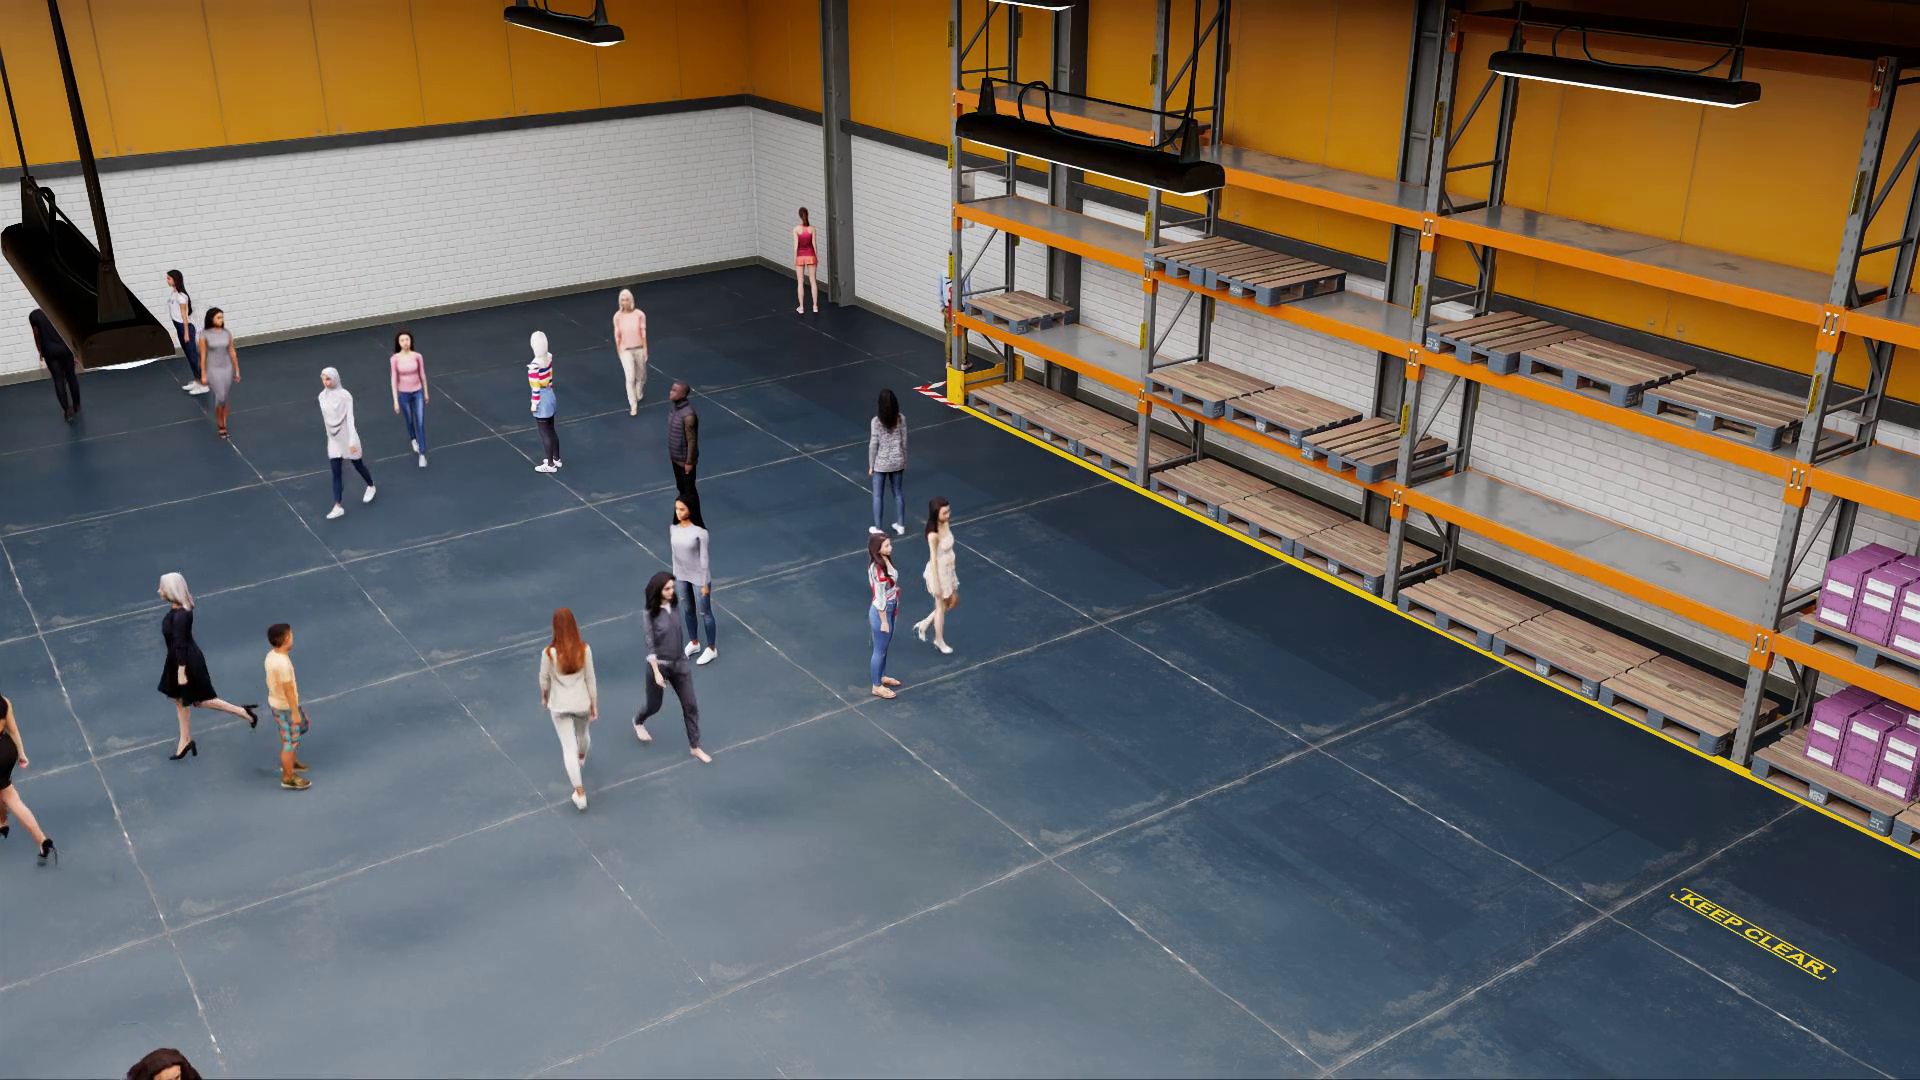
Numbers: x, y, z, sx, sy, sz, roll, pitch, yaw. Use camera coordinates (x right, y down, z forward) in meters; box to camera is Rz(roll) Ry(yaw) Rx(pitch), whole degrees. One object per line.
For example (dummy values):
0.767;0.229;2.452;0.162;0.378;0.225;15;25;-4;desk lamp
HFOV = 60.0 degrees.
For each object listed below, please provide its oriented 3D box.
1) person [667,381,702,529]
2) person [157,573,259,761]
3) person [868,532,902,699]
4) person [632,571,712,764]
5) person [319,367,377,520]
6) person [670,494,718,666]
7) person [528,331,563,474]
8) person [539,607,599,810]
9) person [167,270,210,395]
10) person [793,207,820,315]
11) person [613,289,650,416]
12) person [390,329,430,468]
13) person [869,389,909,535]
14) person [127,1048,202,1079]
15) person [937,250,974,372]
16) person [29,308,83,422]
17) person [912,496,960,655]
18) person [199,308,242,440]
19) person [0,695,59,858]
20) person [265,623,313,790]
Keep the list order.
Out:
-3.130;-0.937;18.881;0.745;1.835;0.493;-15;28;-31;person
-6.597;1.087;14.388;0.712;1.726;0.955;-13;27;-27;person
-0.723;0.675;15.472;0.708;1.613;0.643;3;24;8;person
-2.614;1.082;14.404;1.154;1.722;0.765;20;31;38;person
-7.188;-1.184;19.562;1.131;1.743;1.165;5;24;12;person
-2.560;0.358;16.046;0.604;1.734;0.730;13;27;27;person
-5.183;-1.736;20.741;0.763;1.809;0.710;5;24;10;person
-3.189;1.423;13.692;0.765;1.667;1.163;-9;25;-20;person
-10.971;-2.961;23.587;0.652;1.775;0.465;-18;29;-35;person
-2.546;-4.626;27.422;0.646;1.753;0.668;-5;24;-12;person
-4.497;-2.623;22.903;0.830;1.704;1.069;-5;24;-11;person
-6.986;-1.837;21.112;0.766;1.698;1.200;-10;25;-22;person
-0.813;-0.875;18.875;0.652;1.727;0.576;-11;26;-24;person
-4.361;3.429;9.191;0.603;1.597;0.787;-15;28;-30;person
-0.060;-3.414;24.582;0.696;1.808;0.814;10;25;21;person
-12.214;-2.513;22.513;0.723;1.815;0.890;-12;26;-25;person
-0.277;0.350;16.091;0.847;1.713;0.784;7;25;15;person
-9.758;-2.191;21.843;0.679;1.762;0.701;-20;31;-39;person
-7.436;1.780;12.948;1.123;1.609;0.897;11;26;24;person
-5.749;1.397;14.029;0.725;1.446;0.489;-11;26;-24;person
